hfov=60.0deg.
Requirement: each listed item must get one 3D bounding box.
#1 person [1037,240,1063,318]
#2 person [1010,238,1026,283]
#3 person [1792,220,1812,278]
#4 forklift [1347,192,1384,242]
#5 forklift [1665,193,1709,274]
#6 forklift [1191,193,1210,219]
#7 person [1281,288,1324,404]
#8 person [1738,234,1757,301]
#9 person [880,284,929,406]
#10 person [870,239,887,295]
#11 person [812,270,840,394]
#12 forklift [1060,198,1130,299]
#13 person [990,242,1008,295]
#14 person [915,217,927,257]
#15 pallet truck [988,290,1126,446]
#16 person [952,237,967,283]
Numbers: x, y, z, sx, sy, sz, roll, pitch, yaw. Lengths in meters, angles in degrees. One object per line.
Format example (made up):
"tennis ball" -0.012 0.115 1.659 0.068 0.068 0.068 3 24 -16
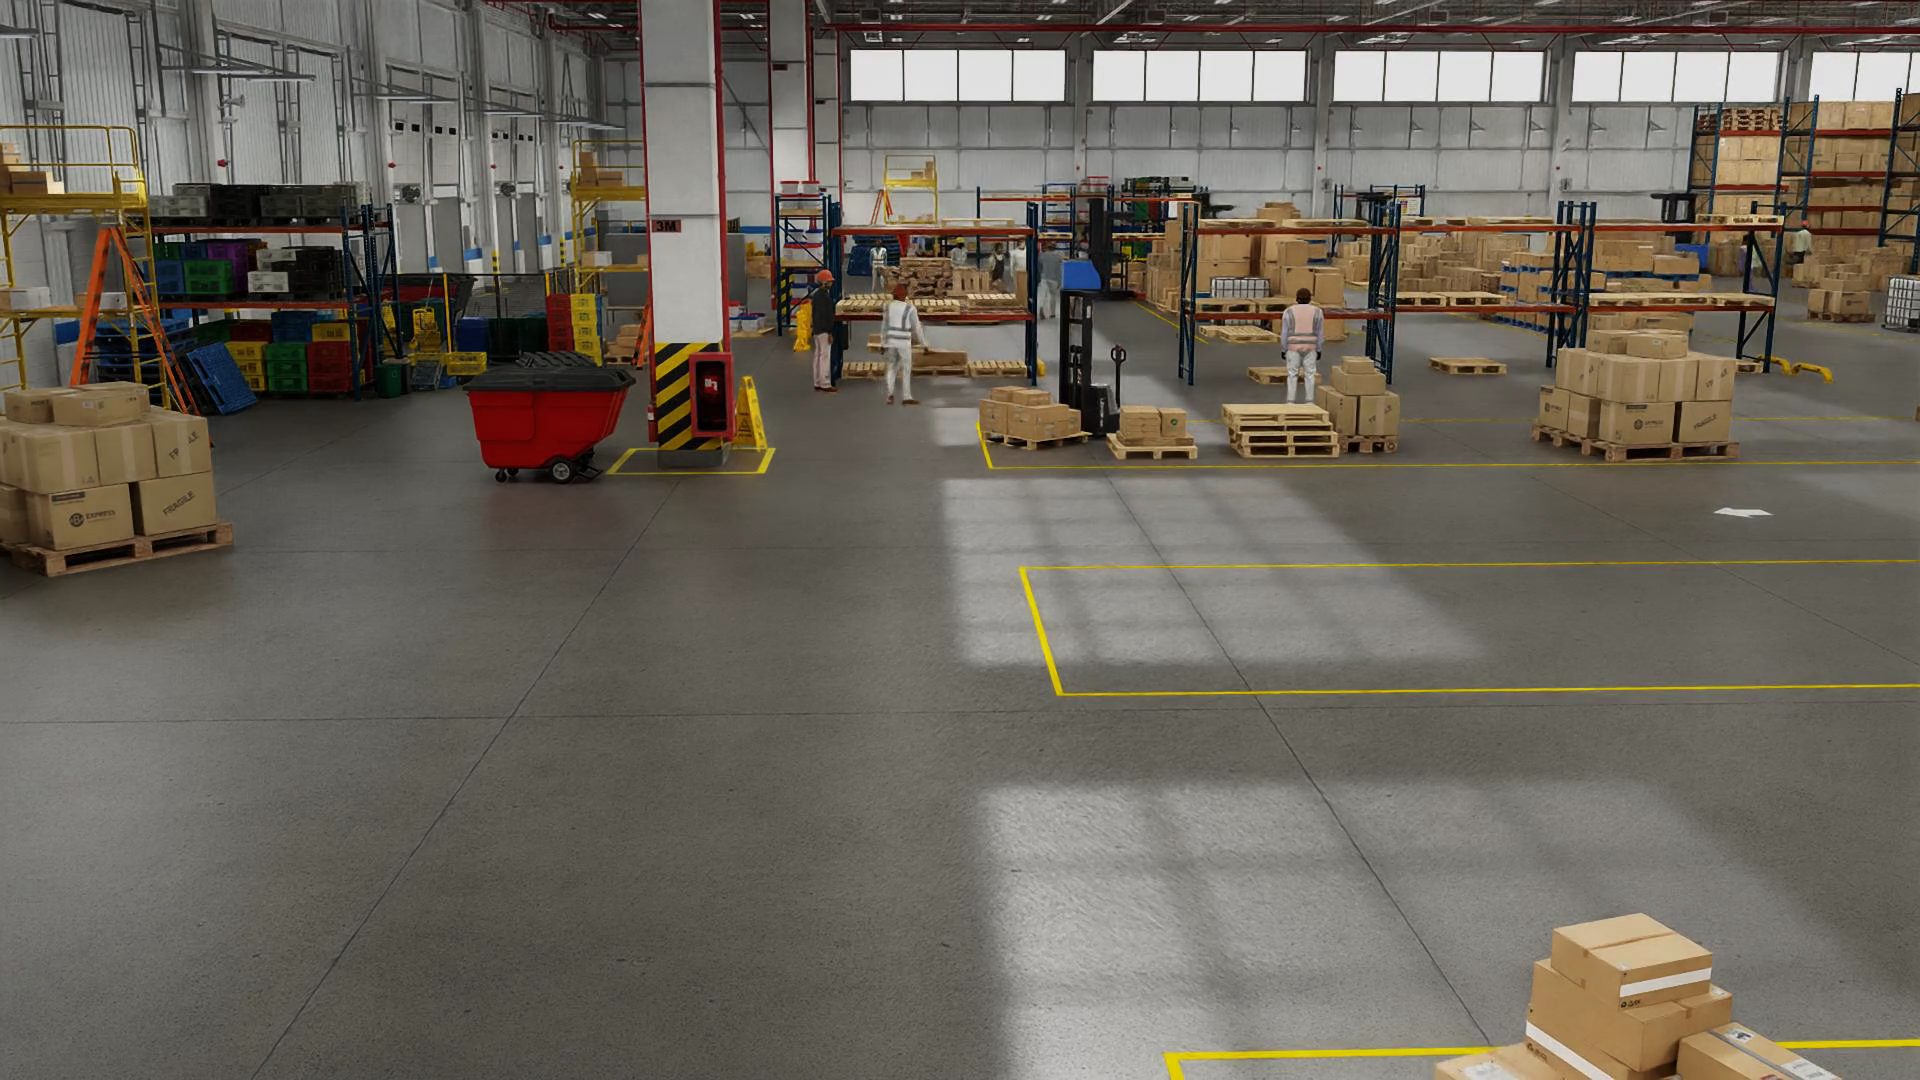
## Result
"person" 2.177 -6.343 40.594 0.669 1.913 0.820 4 13 17
"person" 1.609 -6.826 42.804 0.631 1.894 1.020 -2 13 -10
"person" 28.009 -9.578 55.058 0.847 1.961 0.625 0 12 -1
"forklift" 14.685 -11.108 59.875 1.129 2.768 1.873 0 12 -2
"forklift" 24.823 -10.544 57.328 1.129 2.768 1.873 -4 13 -16
"forklift" 8.169 -10.438 56.847 1.873 2.768 1.129 7 14 29
"person" 5.141 -2.868 25.028 0.633 1.846 0.429 1 13 4
"person" 21.665 -7.423 45.561 0.617 1.874 0.725 -8 15 -32
"person" -0.889 -2.971 25.456 0.762 1.873 0.428 7 14 30
"person" -2.370 -7.914 48.277 0.514 1.641 0.309 1 13 6
"person" -2.202 -3.380 26.993 0.383 1.996 0.609 -6 14 -24
"forklift" 3.798 -8.210 46.791 1.873 2.768 1.129 0 12 -2
"person" 0.986 -6.510 41.514 0.534 1.814 0.715 -11 17 -40
"person" -1.586 -10.925 61.267 0.909 1.900 0.570 3 13 13
"pallet truck" 1.257 -2.299 22.111 1.885 1.965 0.823 -9 15 -35
"person" -0.006 -7.680 46.984 0.488 1.743 0.314 -6 14 -25
